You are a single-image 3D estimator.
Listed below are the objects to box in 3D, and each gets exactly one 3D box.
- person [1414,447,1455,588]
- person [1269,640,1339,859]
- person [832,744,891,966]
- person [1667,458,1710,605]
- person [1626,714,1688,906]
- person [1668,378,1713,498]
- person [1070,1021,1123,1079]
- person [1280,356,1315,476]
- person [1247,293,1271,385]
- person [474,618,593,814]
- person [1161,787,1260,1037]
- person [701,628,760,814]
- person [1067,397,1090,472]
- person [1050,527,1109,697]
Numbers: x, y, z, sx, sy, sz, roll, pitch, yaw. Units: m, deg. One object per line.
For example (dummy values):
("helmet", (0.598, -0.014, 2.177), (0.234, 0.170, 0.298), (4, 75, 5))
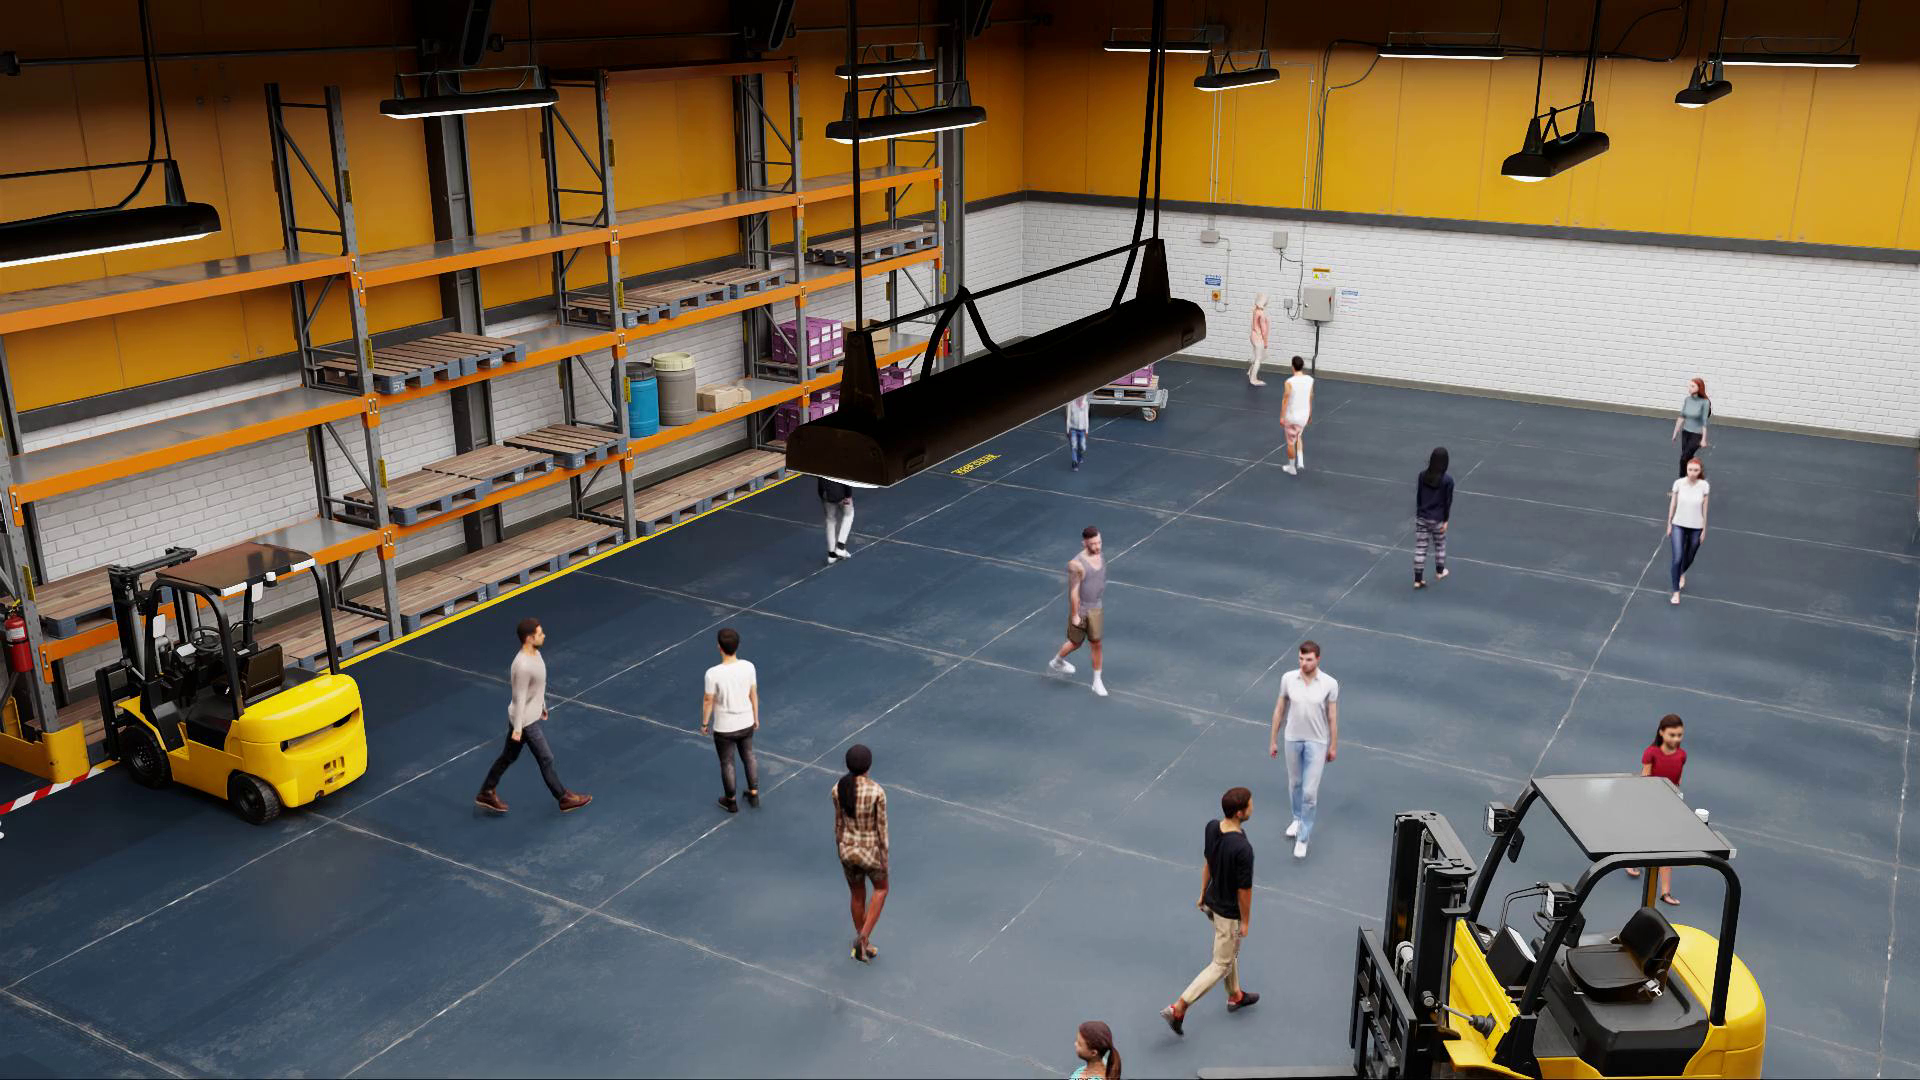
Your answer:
("person", (5.637, -0.251, 20.029), (0.670, 1.707, 0.905), (12, 22, 32))
("person", (2.952, 1.687, 14.089), (0.695, 1.825, 0.932), (9, 21, 26))
("person", (-0.740, 2.358, 12.164), (0.660, 1.783, 0.731), (6, 20, 18))
("person", (8.615, -0.139, 19.692), (0.680, 1.710, 1.119), (7, 20, 21))
("person", (5.555, 2.094, 13.381), (0.882, 1.506, 1.128), (0, 19, 0))
("person", (10.425, -1.440, 23.532), (0.907, 1.725, 0.831), (-7, 20, -20))
("person", (0.810, 3.423, 9.381), (0.876, 1.539, 1.012), (2, 19, 6))
("person", (5.008, -1.809, 24.541), (0.786, 1.780, 0.859), (-7, 20, -21))
("person", (5.410, -3.651, 30.140), (0.822, 1.698, 0.685), (-3, 19, -8))
("person", (-3.872, 1.574, 14.438), (1.250, 1.817, 1.242), (-3, 19, -8))
("person", (1.758, 2.574, 11.454), (1.233, 1.827, 1.042), (-9, 21, -25))
("person", (-1.972, 1.593, 14.537), (0.680, 1.717, 0.792), (-12, 22, -32))
("person", (1.768, -1.696, 25.043), (0.714, 1.247, 0.851), (0, 19, -1))
("person", (1.235, 0.678, 16.937), (1.077, 1.801, 1.006), (-14, 23, -36))
